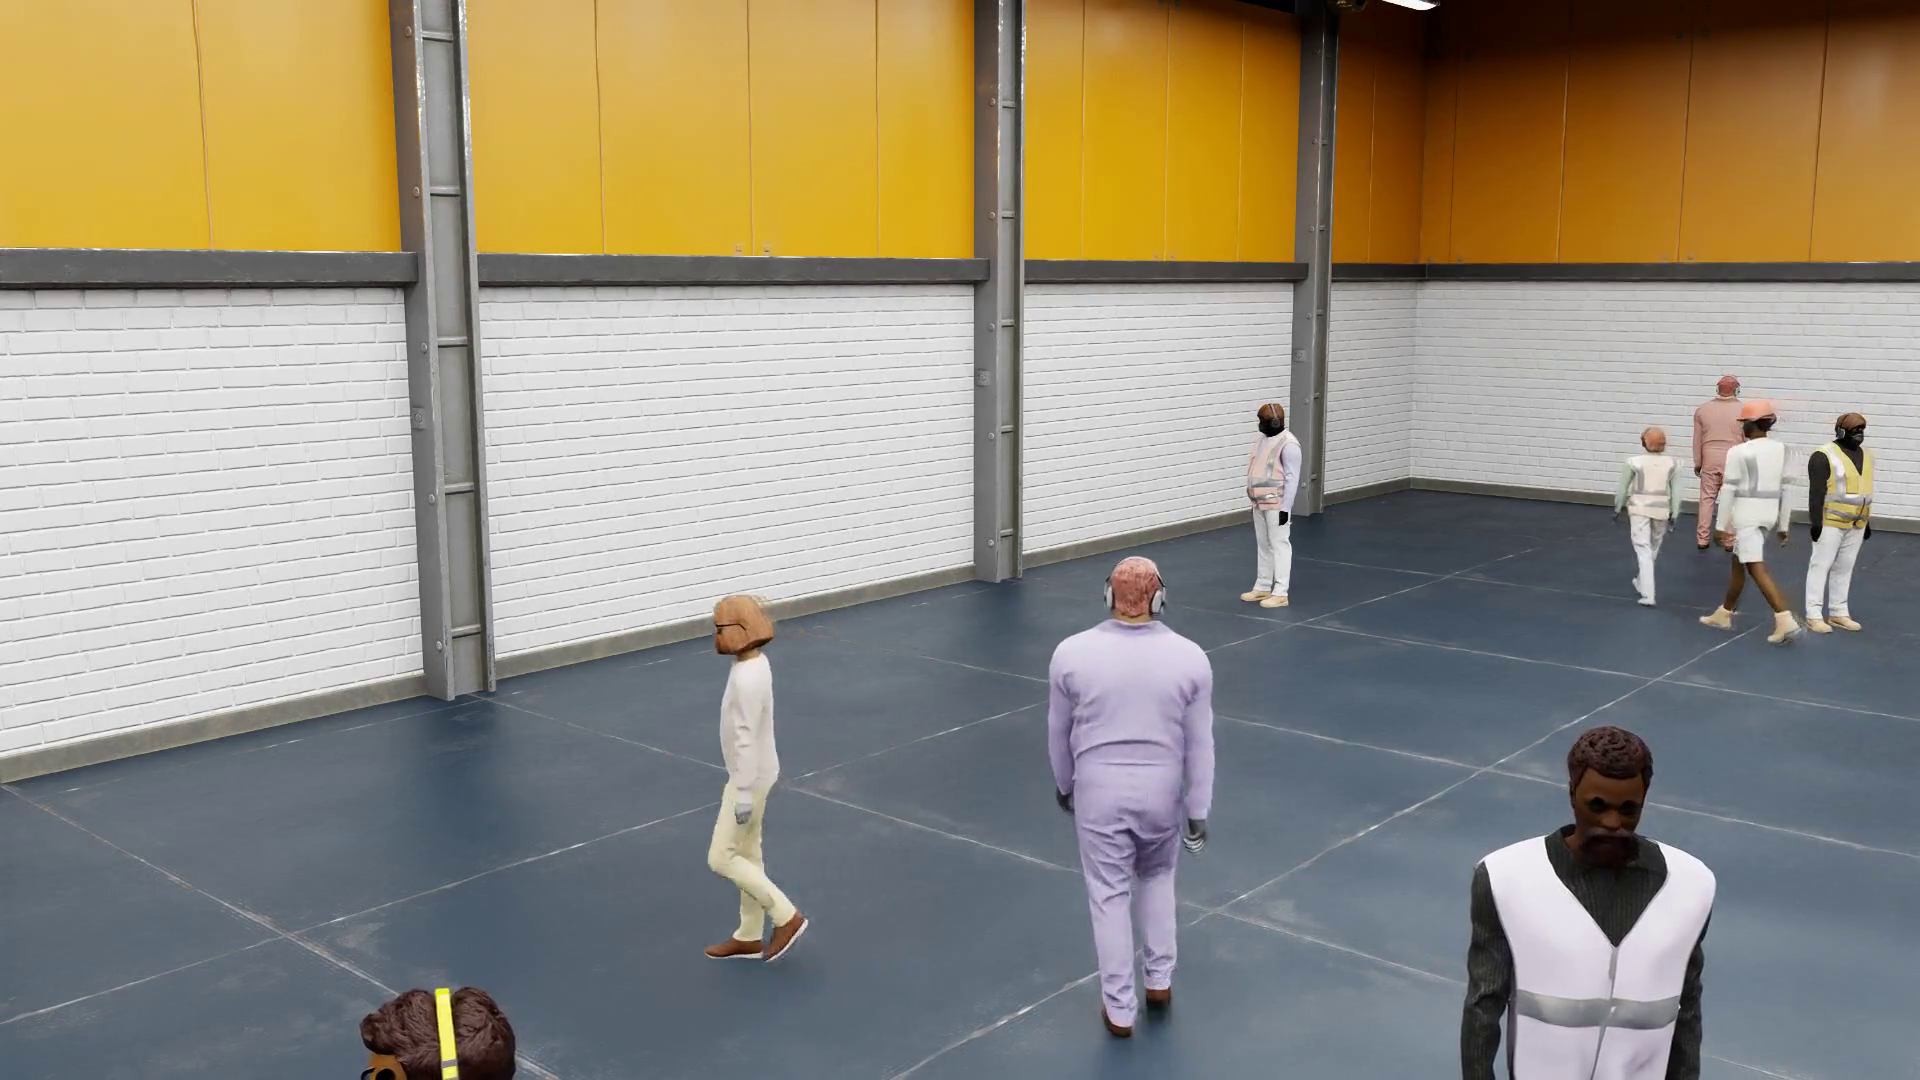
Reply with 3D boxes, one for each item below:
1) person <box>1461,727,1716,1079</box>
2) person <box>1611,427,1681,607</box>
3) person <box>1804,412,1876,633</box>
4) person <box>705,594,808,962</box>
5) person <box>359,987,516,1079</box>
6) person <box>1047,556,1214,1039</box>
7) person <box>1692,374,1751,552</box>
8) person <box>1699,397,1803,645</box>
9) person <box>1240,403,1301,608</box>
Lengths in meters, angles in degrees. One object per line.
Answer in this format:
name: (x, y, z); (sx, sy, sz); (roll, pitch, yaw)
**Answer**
person: (1.525, 1.377, 4.105); (0.596, 1.914, 0.373); (0, 9, -1)
person: (6.236, -0.224, 15.142); (0.527, 1.592, 0.849); (0, 9, 3)
person: (7.372, -0.146, 13.902); (0.624, 1.844, 0.430); (-3, 10, -18)
person: (-0.917, 1.036, 7.142); (0.370, 1.620, 0.531); (-1, 9, -4)
person: (-0.808, 1.620, 2.722); (0.328, 1.872, 0.514); (-5, 10, -26)
person: (0.662, 0.999, 6.605); (0.639, 1.883, 0.601); (0, 9, 0)
person: (8.259, -0.829, 17.968); (0.648, 1.913, 0.409); (8, 12, 42)
person: (6.538, -0.165, 13.595); (0.625, 1.995, 1.067); (-3, 10, -19)
person: (2.796, -0.315, 14.983); (0.429, 1.837, 0.620); (-3, 10, -19)
